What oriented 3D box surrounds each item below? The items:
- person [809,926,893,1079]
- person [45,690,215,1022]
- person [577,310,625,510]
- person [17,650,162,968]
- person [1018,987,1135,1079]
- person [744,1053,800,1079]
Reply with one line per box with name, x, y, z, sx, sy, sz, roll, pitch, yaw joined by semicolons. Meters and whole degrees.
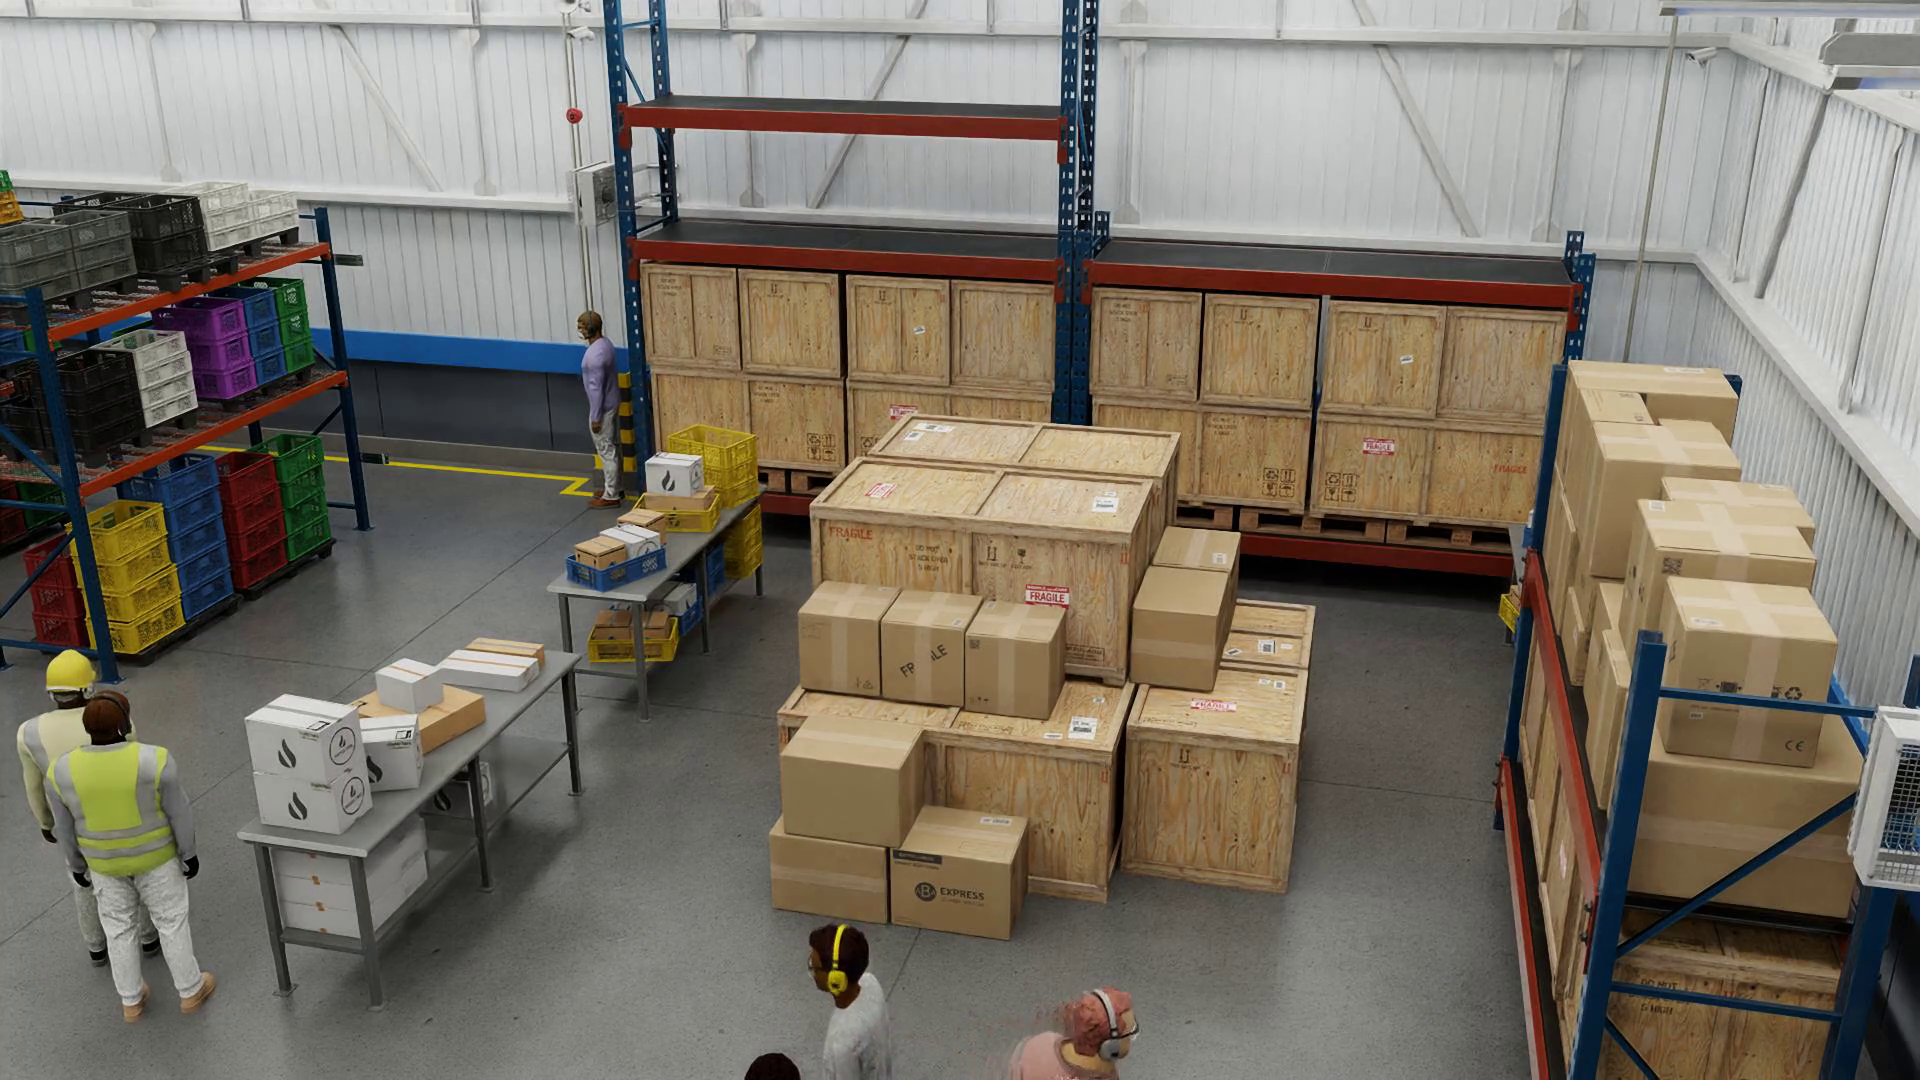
person;-0.416;2.356;6.642;0.338;1.860;0.504;3;21;8
person;-4.255;1.624;8.574;0.634;1.842;0.429;-4;21;-11
person;-3.440;-1.259;15.996;0.367;1.933;0.627;-1;21;-2
person;-4.691;1.455;9.029;0.595;1.831;0.403;-5;22;-13
person;0.510;2.486;6.250;0.773;1.886;0.694;-10;23;-25
person;-0.632;2.613;5.881;0.593;1.919;0.392;-7;22;-19
